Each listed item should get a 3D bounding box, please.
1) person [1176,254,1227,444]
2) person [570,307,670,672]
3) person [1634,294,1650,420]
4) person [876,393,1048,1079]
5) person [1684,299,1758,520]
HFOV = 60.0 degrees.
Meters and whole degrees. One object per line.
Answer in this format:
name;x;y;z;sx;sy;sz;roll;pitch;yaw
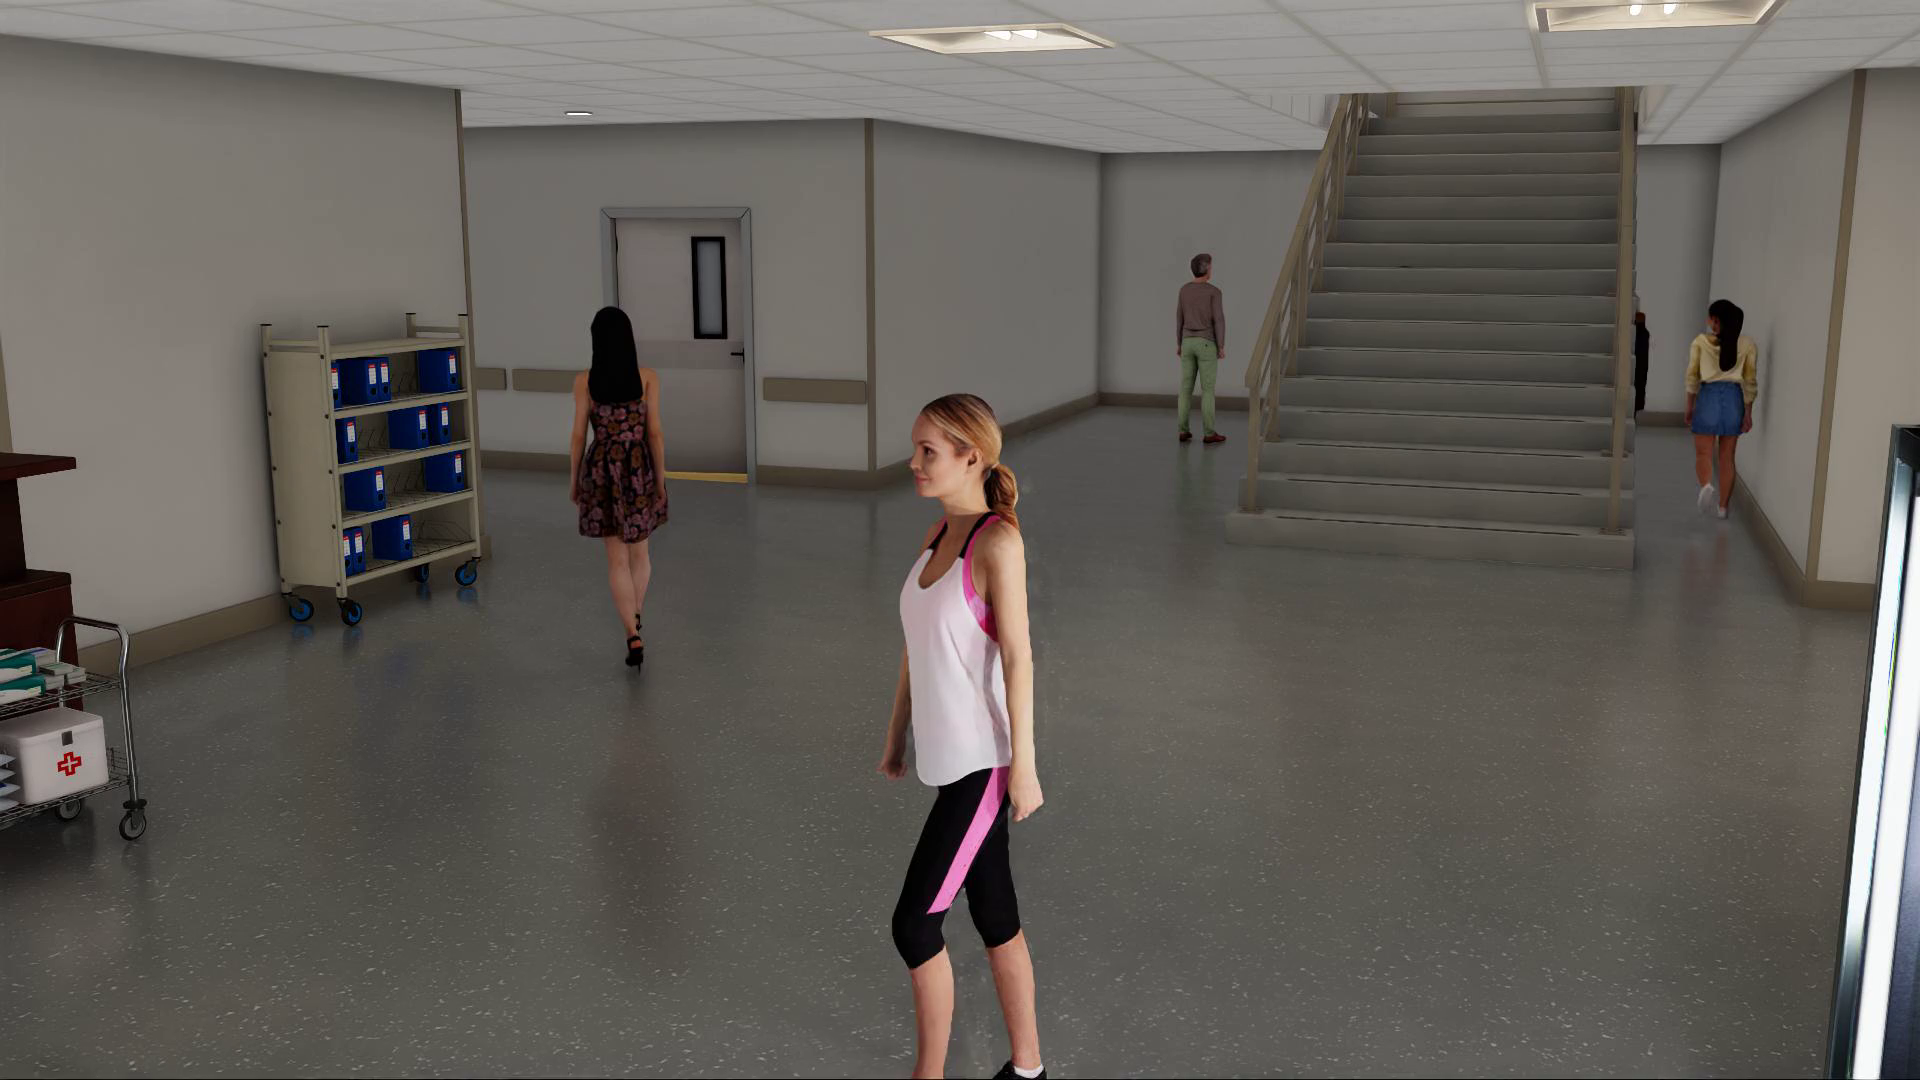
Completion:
person;2.401;-1.924;16.685;0.742;1.874;0.688;7;13;34
person;-1.638;-0.222;8.063;0.976;1.745;1.079;-3;11;-17
person;5.359;-1.178;13.426;0.737;1.625;0.750;-1;11;-8
person;0.114;0.544;3.960;0.930;1.769;0.875;-4;12;-21
person;5.533;-0.931;12.152;0.633;1.614;0.927;4;12;22
